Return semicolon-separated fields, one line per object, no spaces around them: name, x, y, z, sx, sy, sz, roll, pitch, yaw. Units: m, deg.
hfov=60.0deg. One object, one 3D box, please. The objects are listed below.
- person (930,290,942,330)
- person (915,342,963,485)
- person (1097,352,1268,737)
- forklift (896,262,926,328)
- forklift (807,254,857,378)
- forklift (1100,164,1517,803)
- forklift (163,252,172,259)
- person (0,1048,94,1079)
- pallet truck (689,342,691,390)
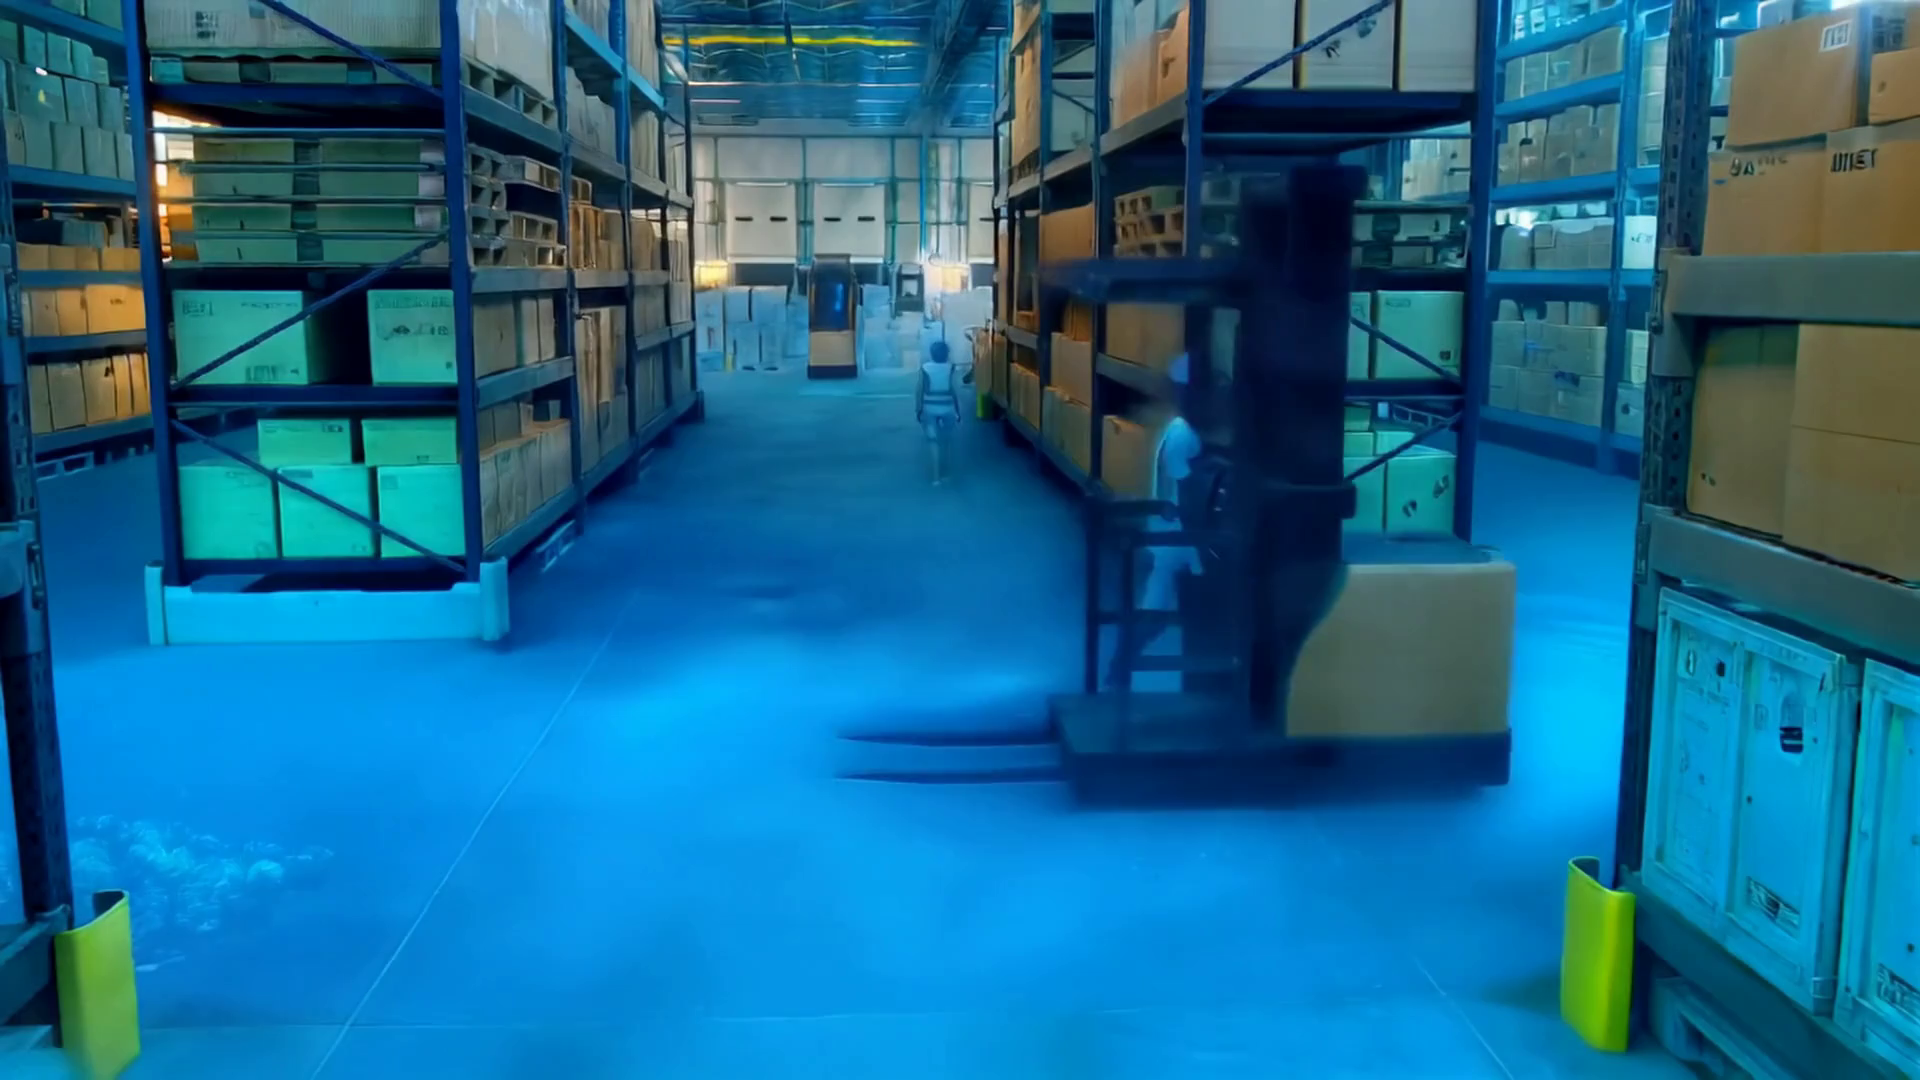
person;-0.671;-6.632;50.493;0.563;1.913;0.577;-2;9;-14
person;-0.239;-1.442;18.872;0.532;1.595;0.835;0;9;-2
person;1.136;0.035;8.418;1.080;1.991;0.624;2;9;12
forklift;-1.780;-8.547;59.499;1.129;2.768;1.873;-1;9;-4
forklift;-2.942;-5.145;38.138;1.129;2.768;1.873;-1;9;-4
forklift;1.531;-0.298;7.703;1.873;2.768;1.129;-1;9;-4
forklift;-15.844;-4.372;33.283;1.129;2.768;1.873;-1;9;-4
person;-0.876;1.284;1.667;0.281;1.633;0.501;-4;10;-24
pallet truck;-5.225;-3.008;27.480;1.885;1.965;0.823;2;9;14
